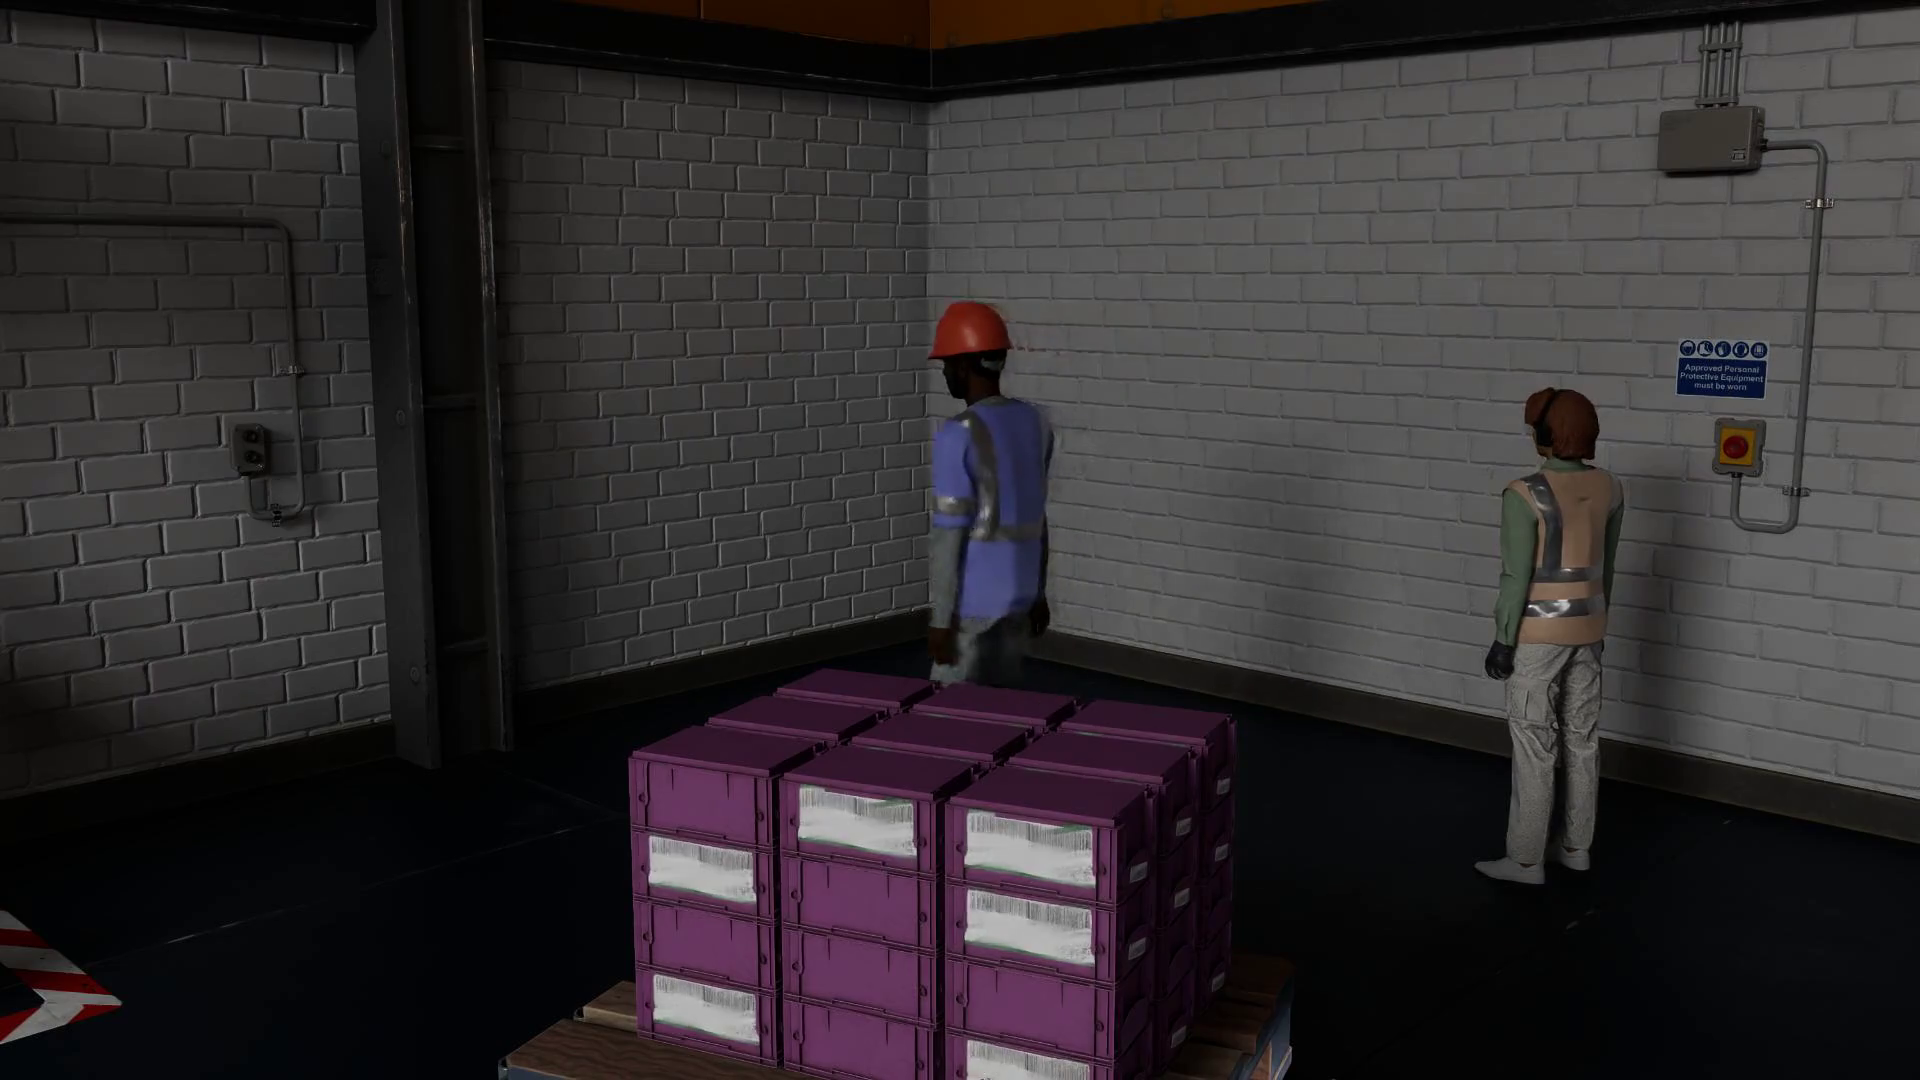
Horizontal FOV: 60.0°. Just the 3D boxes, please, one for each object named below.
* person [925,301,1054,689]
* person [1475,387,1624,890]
[{"bbox_3d":[0.119,0.175,5.496,0.541,1.918,0.554,8,12,40],"label":"person"},{"bbox_3d":[1.942,0.324,5.453,0.521,1.640,0.306,-5,11,-30],"label":"person"}]
